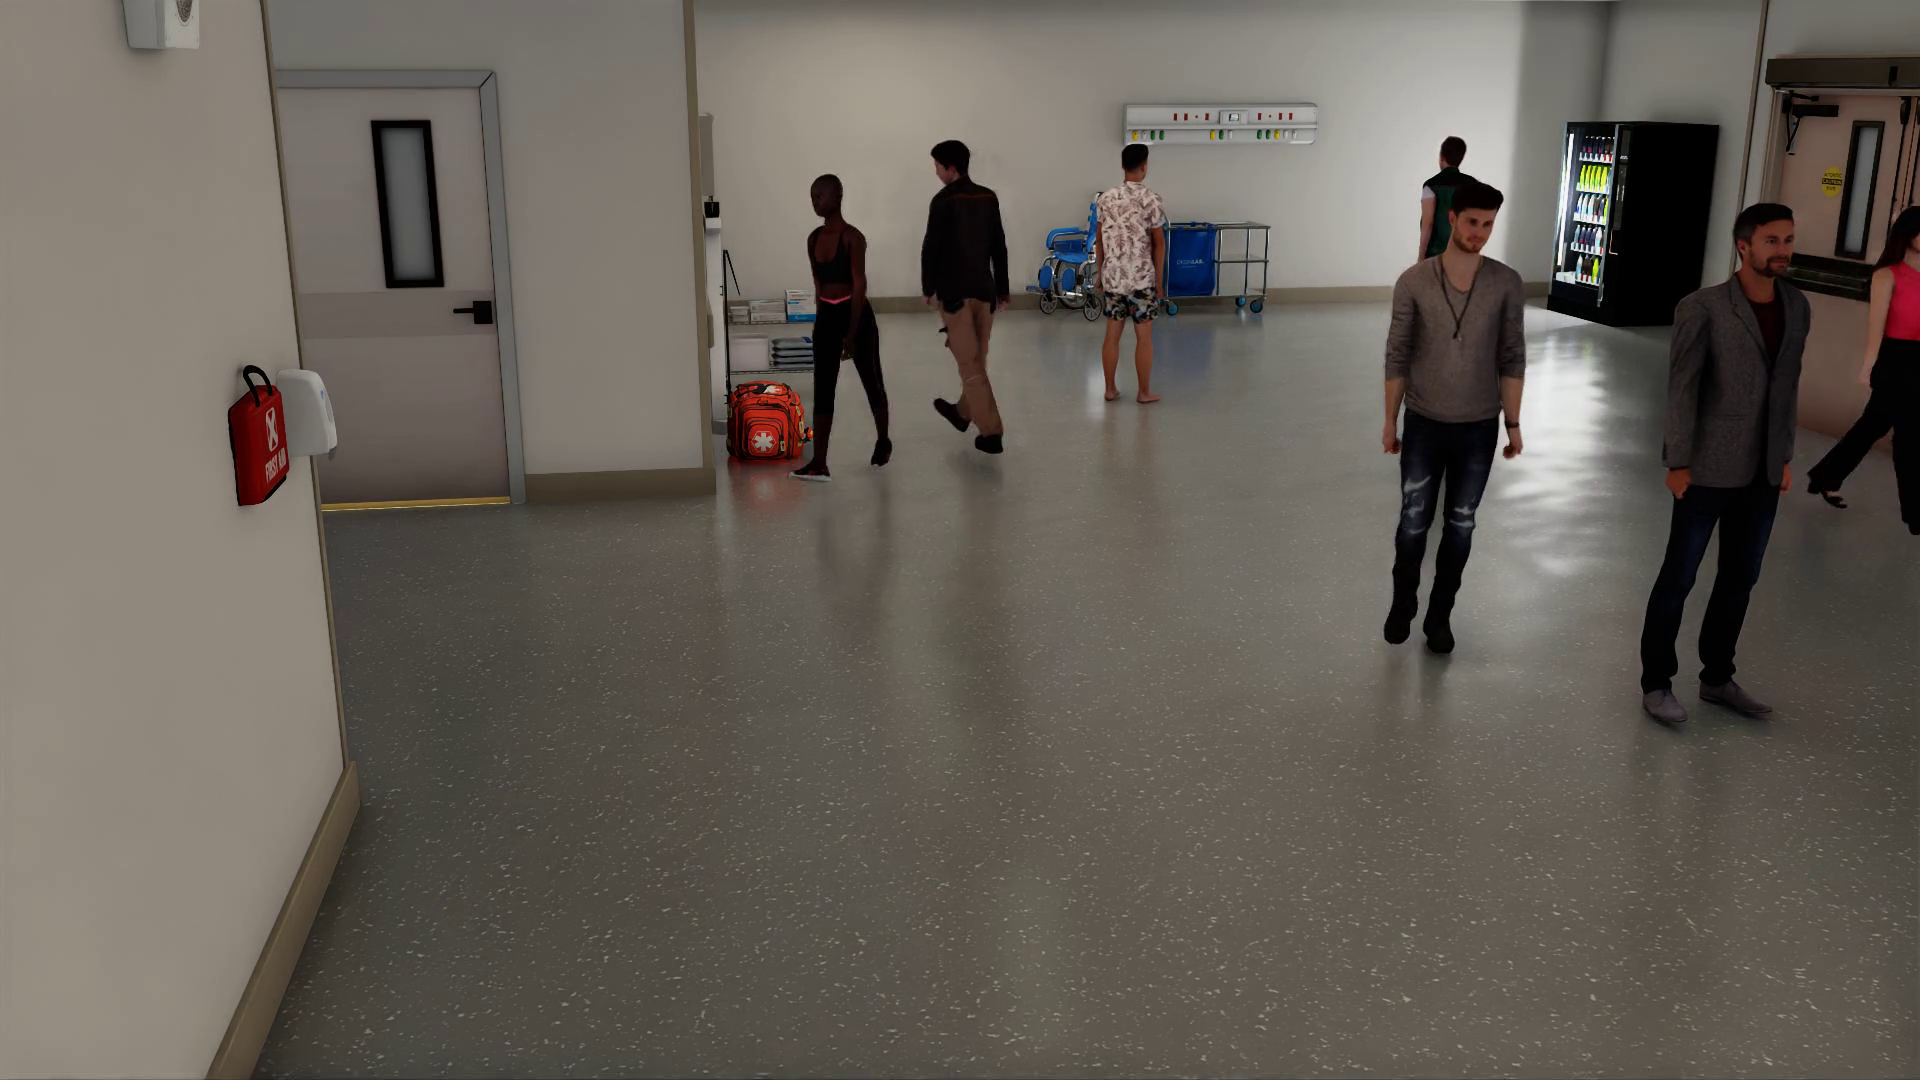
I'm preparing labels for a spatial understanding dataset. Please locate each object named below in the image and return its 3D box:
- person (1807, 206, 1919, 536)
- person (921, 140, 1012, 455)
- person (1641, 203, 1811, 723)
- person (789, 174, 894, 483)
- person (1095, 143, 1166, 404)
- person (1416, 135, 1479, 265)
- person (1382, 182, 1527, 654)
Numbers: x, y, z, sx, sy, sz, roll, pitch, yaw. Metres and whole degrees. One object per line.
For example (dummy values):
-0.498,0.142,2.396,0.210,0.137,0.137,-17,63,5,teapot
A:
4.752,-0.862,8.550,0.876,1.618,1.171,-10,19,-31,person
0.066,-1.421,10.101,1.064,1.853,1.302,-9,18,-30,person
2.767,-0.273,5.991,0.690,1.874,0.603,-4,16,-13,person
-0.595,-1.189,9.568,1.069,1.696,1.251,7,17,24,person
1.211,-1.899,11.868,0.744,1.814,0.768,8,17,25,person
3.730,-2.185,12.823,0.670,1.843,0.635,-5,17,-17,person
1.984,-0.492,6.748,0.770,1.885,0.744,3,16,11,person
